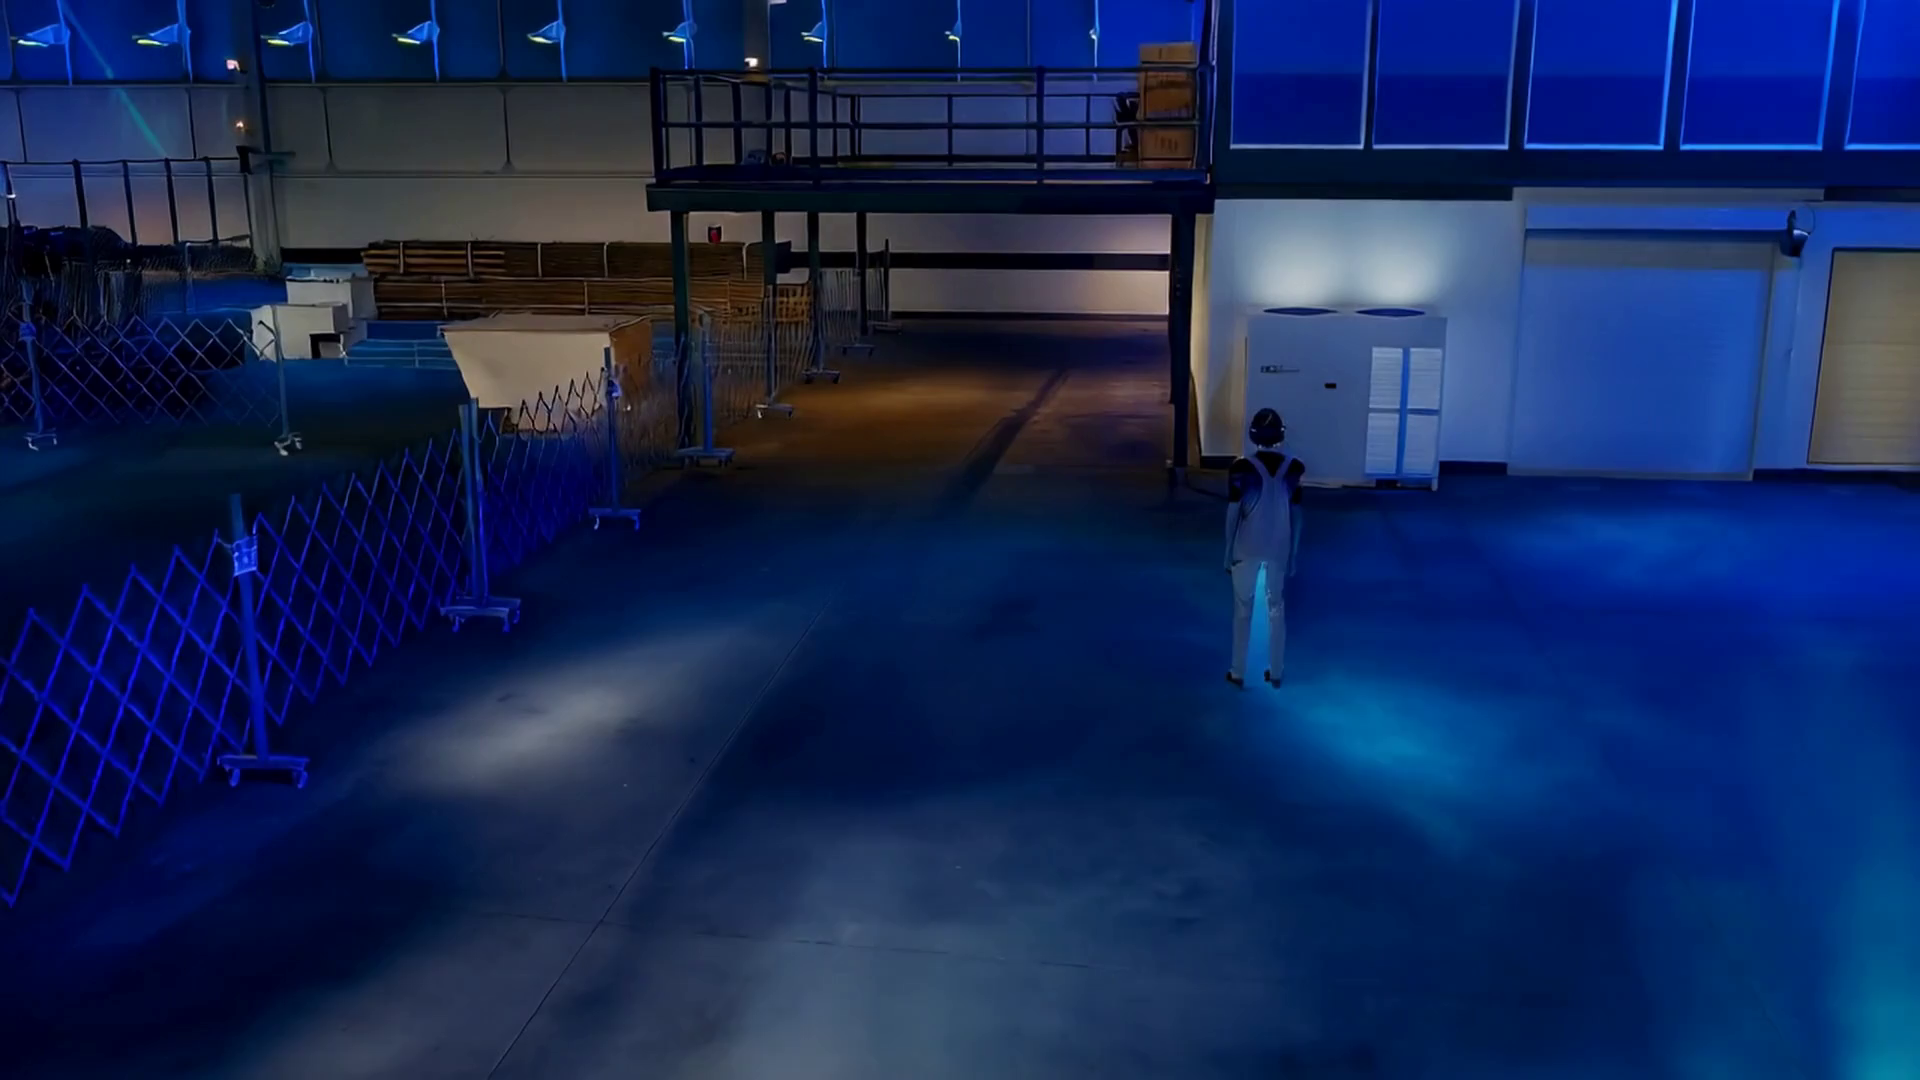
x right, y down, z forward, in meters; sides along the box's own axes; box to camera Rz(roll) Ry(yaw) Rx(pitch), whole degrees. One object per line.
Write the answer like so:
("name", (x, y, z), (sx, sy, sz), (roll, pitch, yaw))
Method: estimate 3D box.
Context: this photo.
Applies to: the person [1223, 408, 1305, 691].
("person", (1.941, 0.072, 10.681), (0.501, 1.839, 0.341), (-2, 14, -8))
